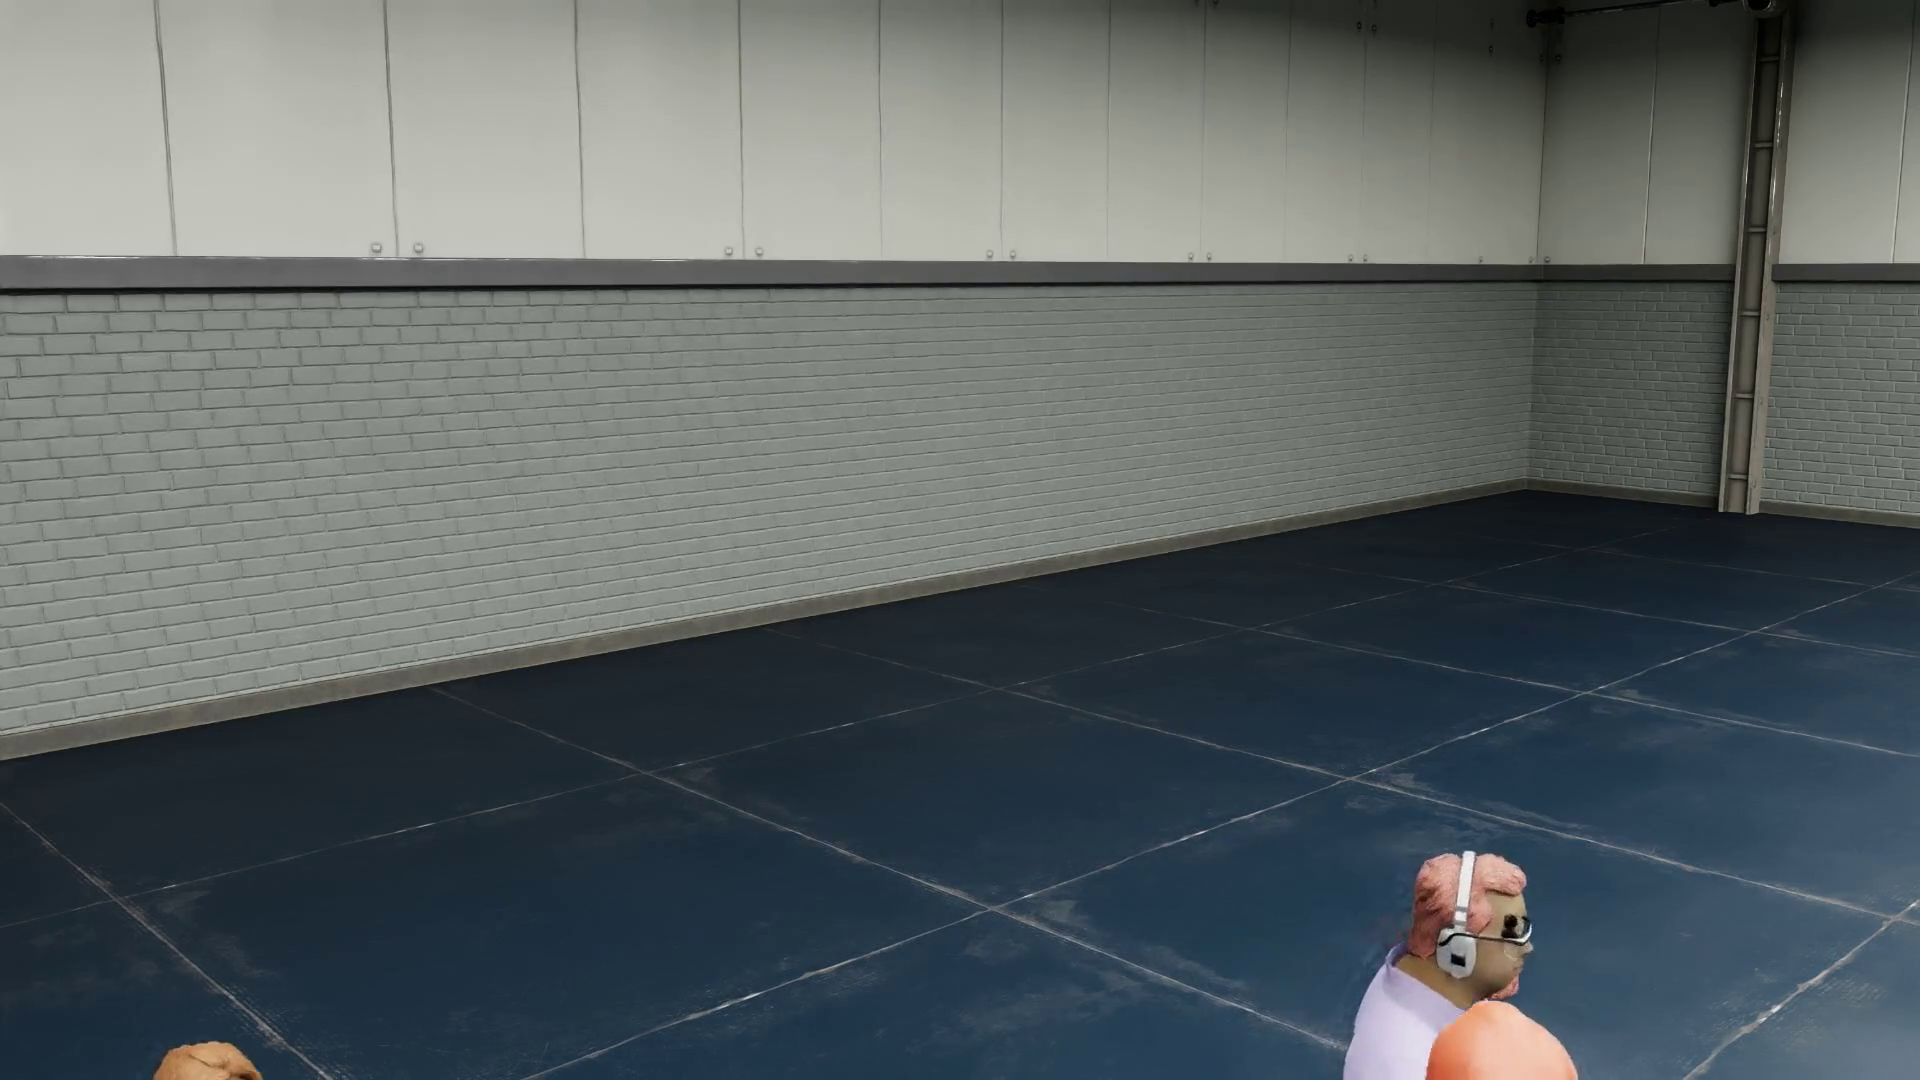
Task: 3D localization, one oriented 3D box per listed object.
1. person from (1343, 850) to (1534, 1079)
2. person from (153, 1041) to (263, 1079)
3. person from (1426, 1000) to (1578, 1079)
[{"bbox_3d":[1.015,1.548,3.420,0.462,1.889,0.655,3,10,21],"label":"person"},{"bbox_3d":[-1.437,1.727,3.236,0.876,1.586,0.520,6,11,35],"label":"person"},{"bbox_3d":[0.817,1.656,2.739,0.563,1.891,0.939,-2,9,-10],"label":"person"}]
